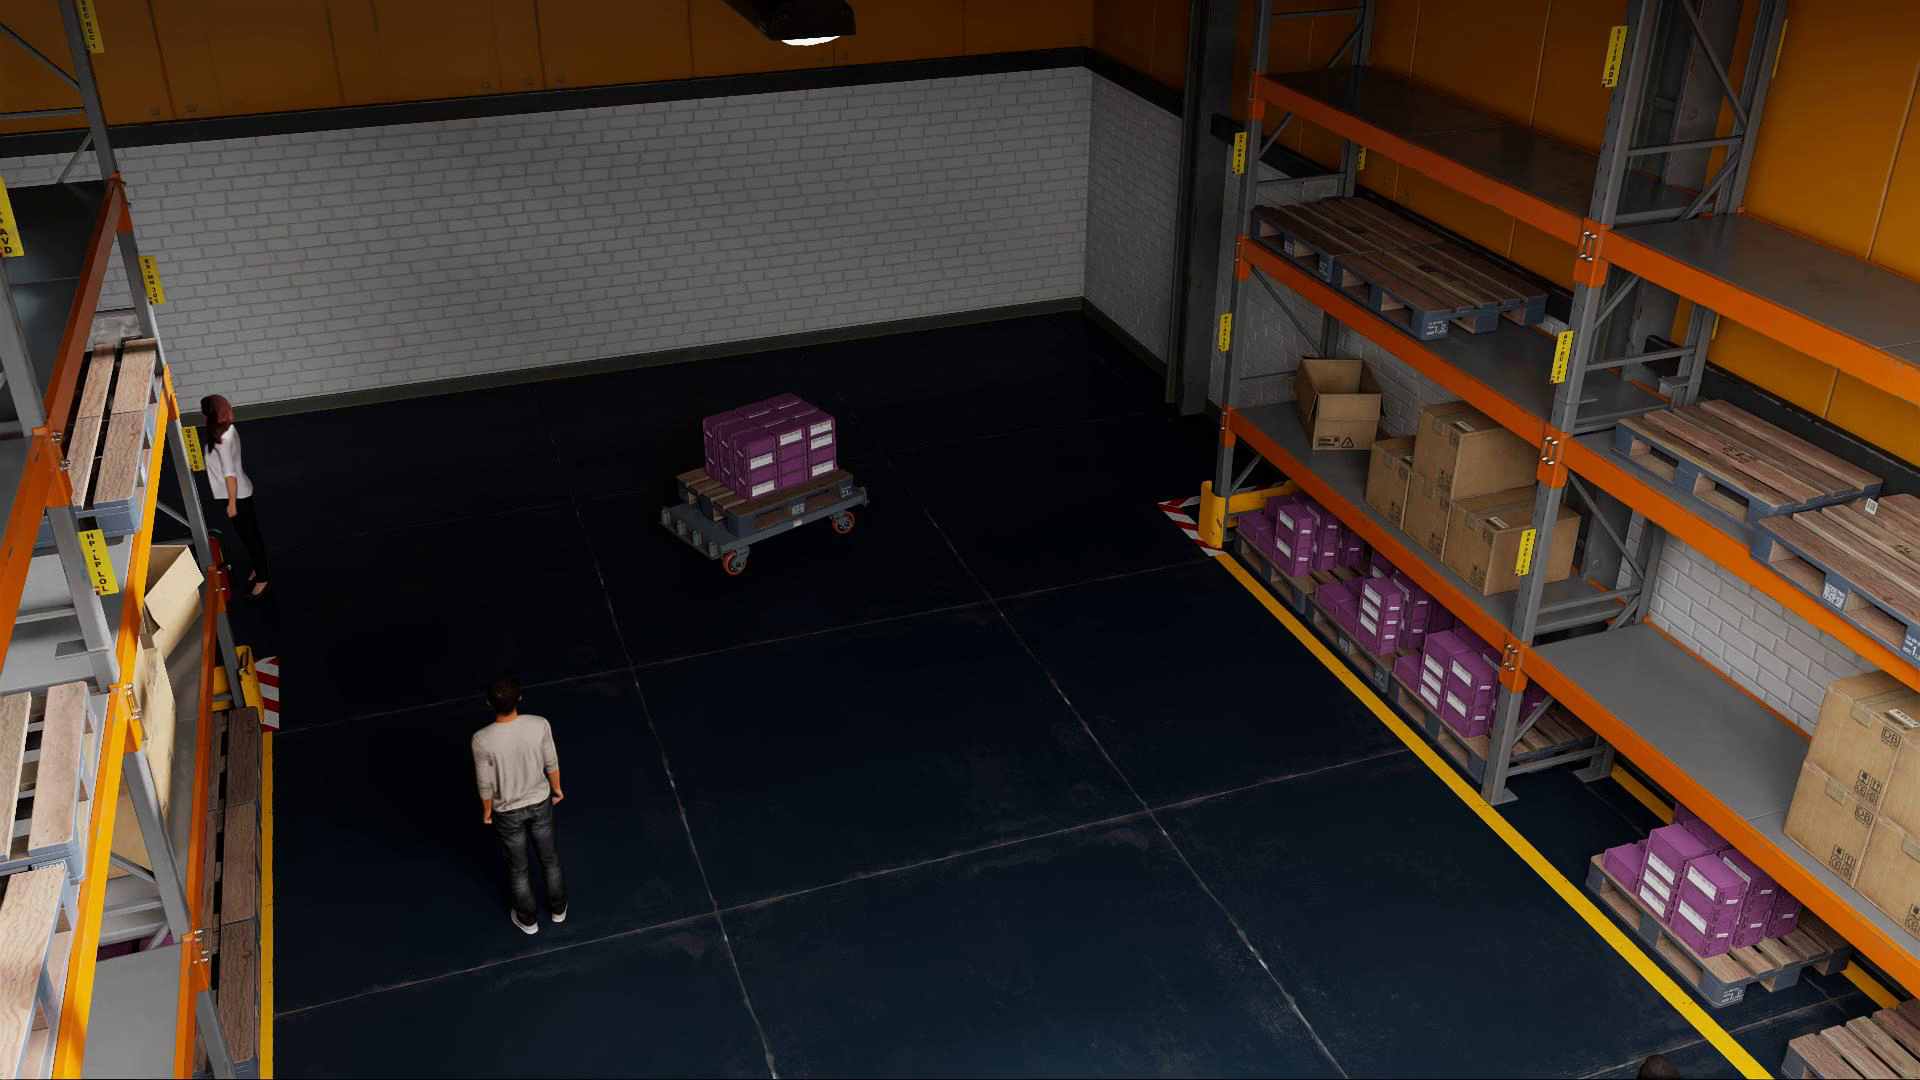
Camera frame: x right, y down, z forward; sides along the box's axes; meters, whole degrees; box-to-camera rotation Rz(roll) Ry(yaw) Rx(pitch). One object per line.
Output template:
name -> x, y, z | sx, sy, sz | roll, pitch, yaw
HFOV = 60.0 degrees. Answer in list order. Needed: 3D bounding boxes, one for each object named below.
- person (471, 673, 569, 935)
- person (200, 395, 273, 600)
person -> -2.621, 1.578, 9.968 | 0.678, 1.812, 0.595 | -15, 32, -25
person -> -5.875, -0.364, 13.545 | 0.660, 1.795, 0.446 | -10, 30, -18
